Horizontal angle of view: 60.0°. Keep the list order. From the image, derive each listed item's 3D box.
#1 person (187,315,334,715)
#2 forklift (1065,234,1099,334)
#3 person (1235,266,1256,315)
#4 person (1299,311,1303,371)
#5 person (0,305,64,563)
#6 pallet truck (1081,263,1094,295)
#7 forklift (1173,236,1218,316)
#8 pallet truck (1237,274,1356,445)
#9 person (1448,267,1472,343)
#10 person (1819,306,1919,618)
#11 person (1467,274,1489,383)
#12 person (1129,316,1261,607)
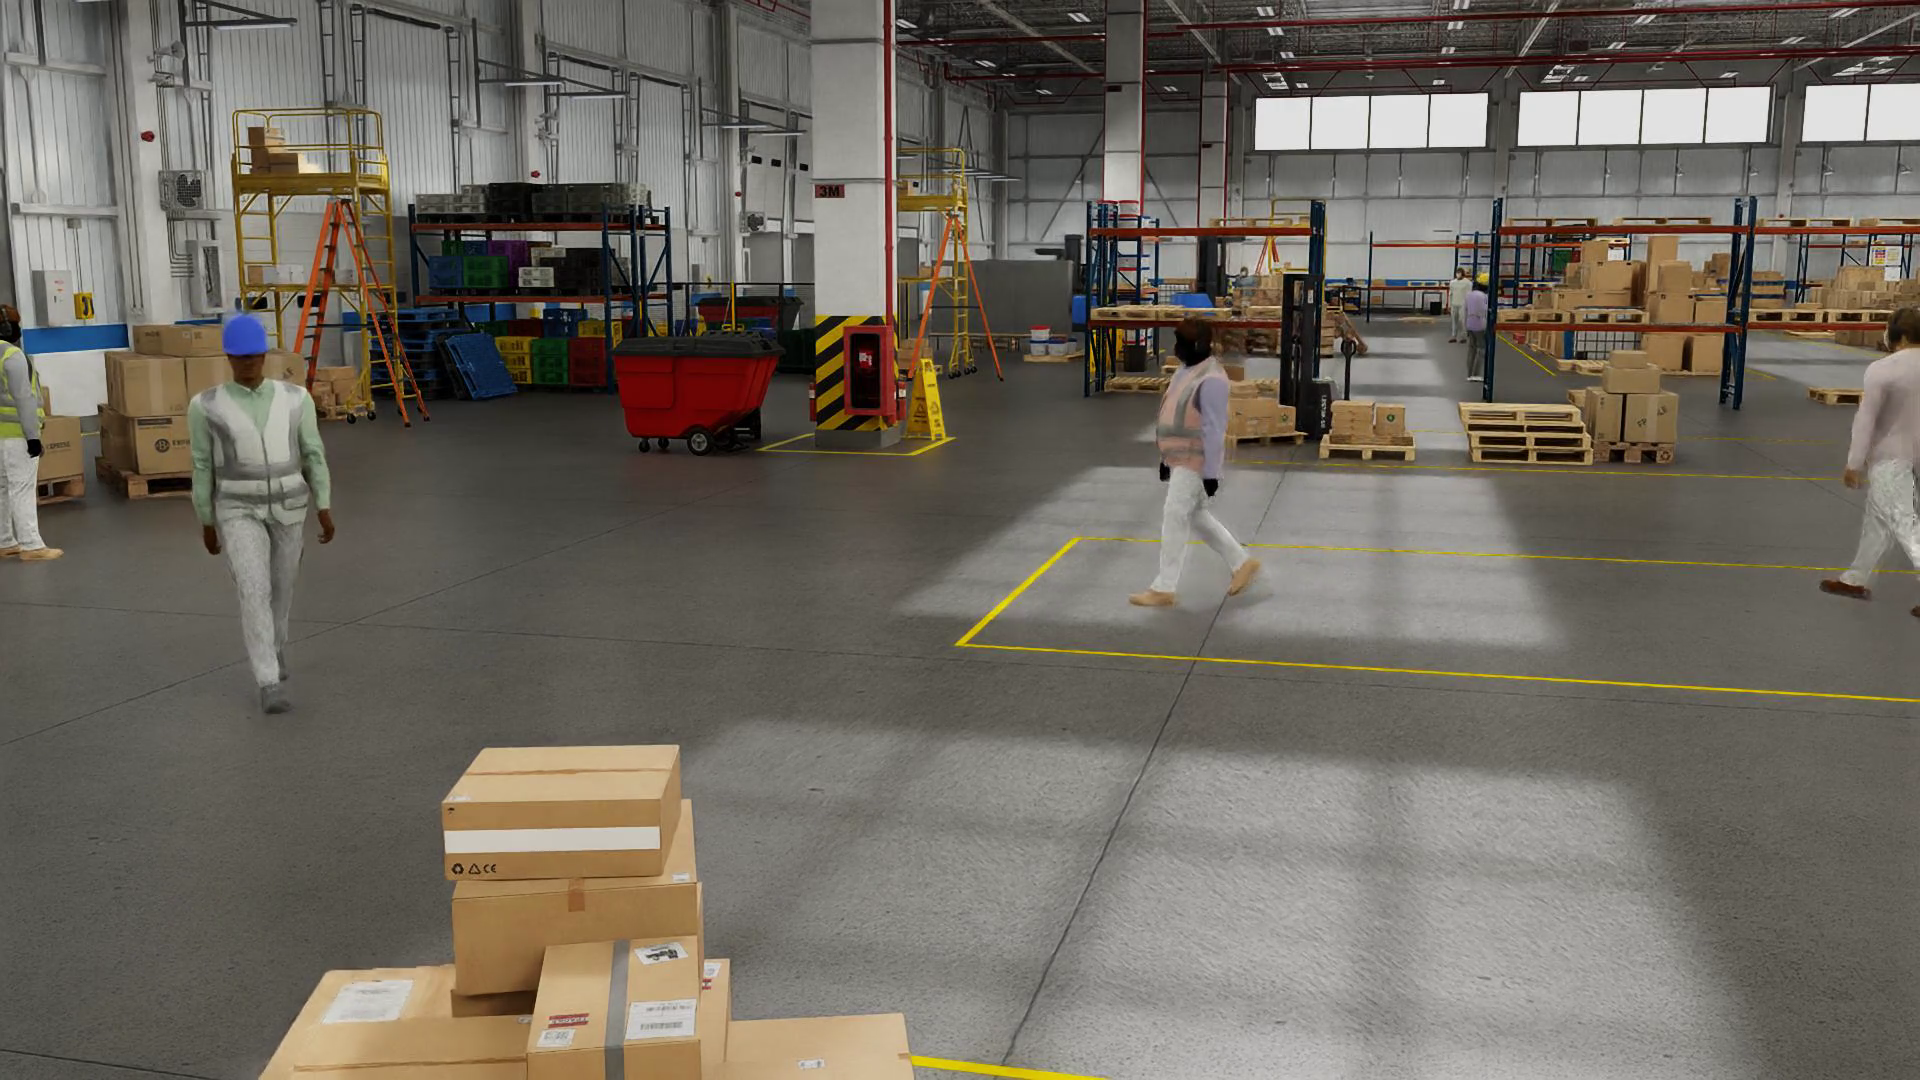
[{"bbox_3d":[-3.456,-0.159,8.226,0.600,1.906,0.992,-7,12,-36],"label":"person"},{"bbox_3d":[3.255,-7.325,47.530,1.873,2.768,1.129,2,10,14],"label":"forklift"},{"bbox_3d":[8.548,-7.251,49.926,0.646,1.917,0.506,3,10,18],"label":"person"},{"bbox_3d":[6.730,-4.101,31.922,0.487,1.737,0.322,-8,13,-40],"label":"person"},{"bbox_3d":[-6.795,-0.758,11.923,0.624,1.844,0.429,5,11,28],"label":"person"},{"bbox_3d":[4.325,-8.180,55.162,0.823,1.965,1.885,6,11,31],"label":"pallet truck"},{"bbox_3d":[7.496,-7.833,50.522,1.873,2.768,1.129,-2,10,-11],"label":"forklift"},{"bbox_3d":[3.653,-2.138,19.590,1.885,1.965,0.823,-4,10,-20],"label":"pallet truck"},{"bbox_3d":[12.709,-5.962,42.319,0.374,1.932,0.632,-8,13,-41],"label":"person"},{"bbox_3d":[5.811,-0.491,10.229,0.642,1.894,1.039,-4,10,-22],"label":"person"},{"bbox_3d":[9.055,-3.698,29.102,0.357,1.894,0.671,-1,10,-6],"label":"person"},{"bbox_3d":[1.504,-0.490,10.414,0.839,1.819,0.621,-1,10,-6],"label":"person"}]
